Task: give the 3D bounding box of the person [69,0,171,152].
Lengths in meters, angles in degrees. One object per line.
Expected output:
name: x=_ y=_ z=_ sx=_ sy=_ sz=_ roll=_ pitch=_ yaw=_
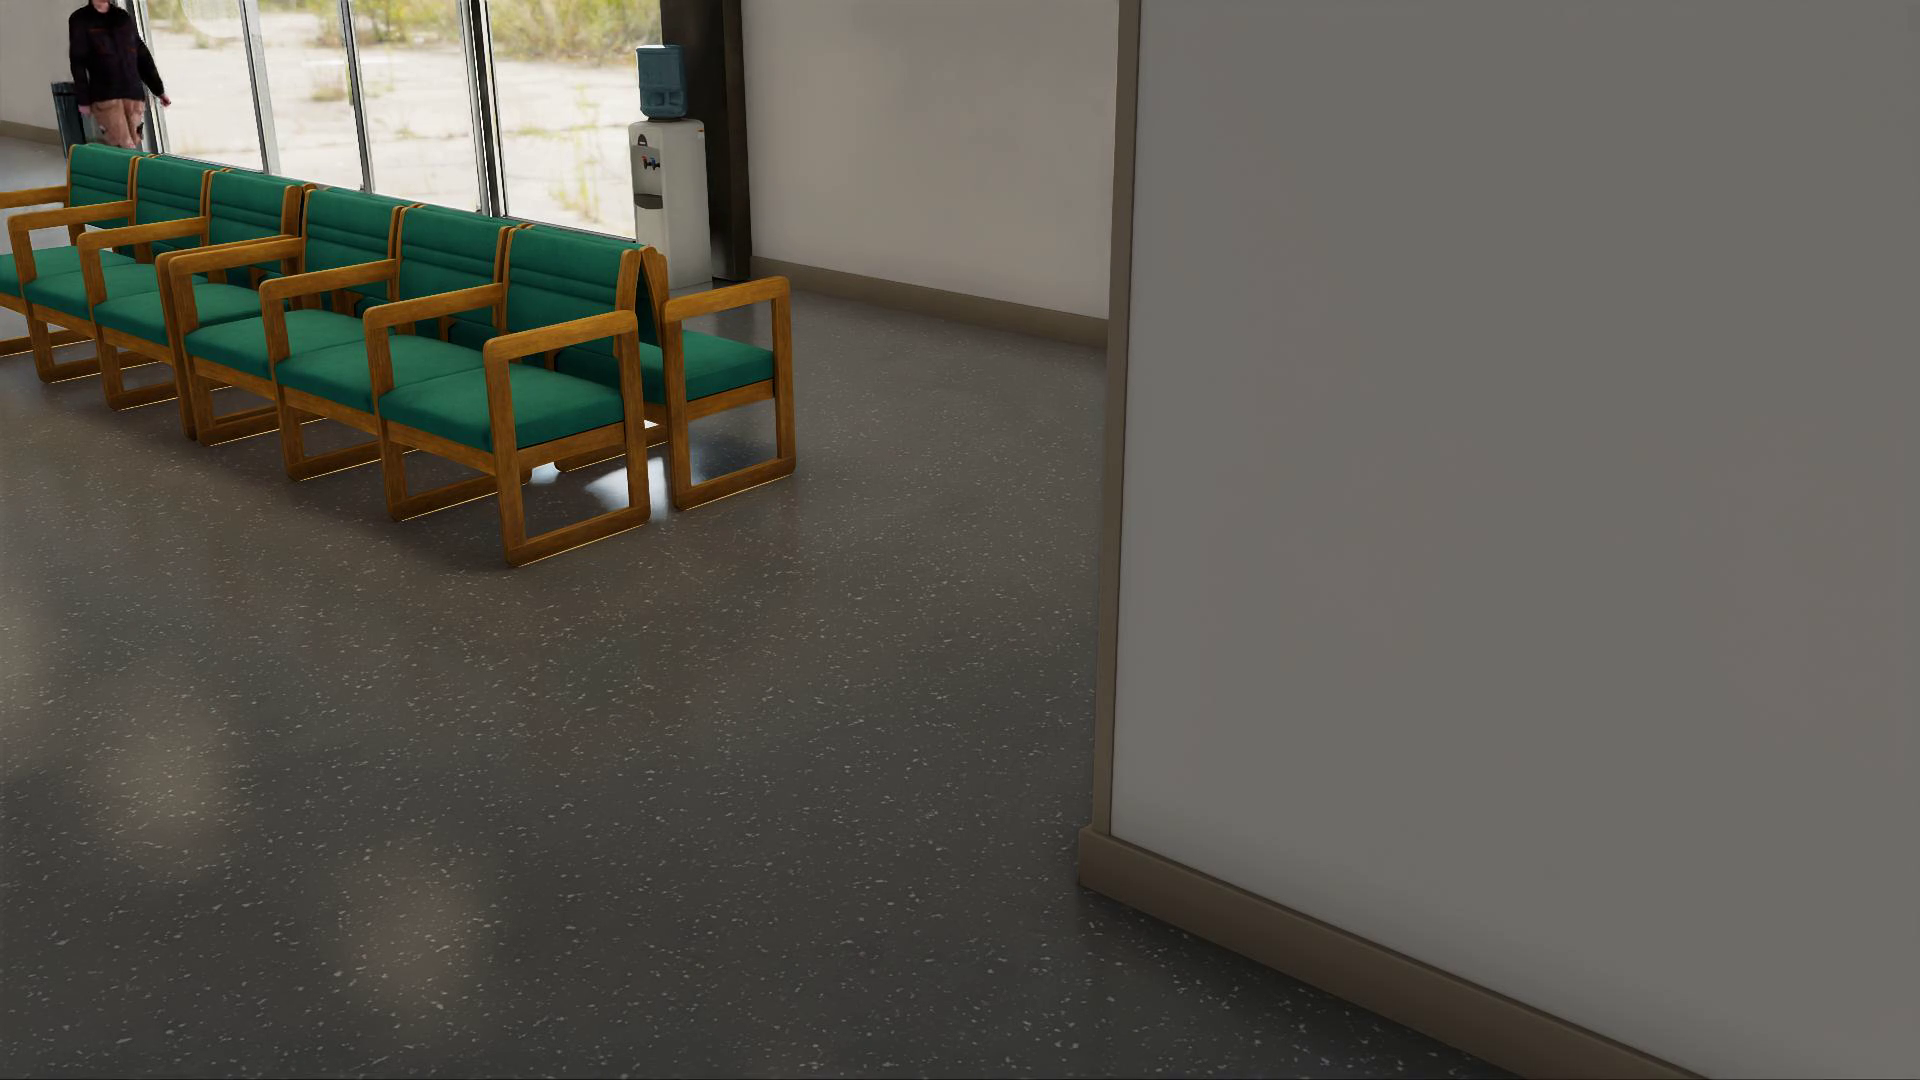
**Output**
person: x=-6.284 y=-3.218 z=12.299 sx=0.973 sy=1.873 sz=1.210 roll=9 pitch=23 yaw=23
